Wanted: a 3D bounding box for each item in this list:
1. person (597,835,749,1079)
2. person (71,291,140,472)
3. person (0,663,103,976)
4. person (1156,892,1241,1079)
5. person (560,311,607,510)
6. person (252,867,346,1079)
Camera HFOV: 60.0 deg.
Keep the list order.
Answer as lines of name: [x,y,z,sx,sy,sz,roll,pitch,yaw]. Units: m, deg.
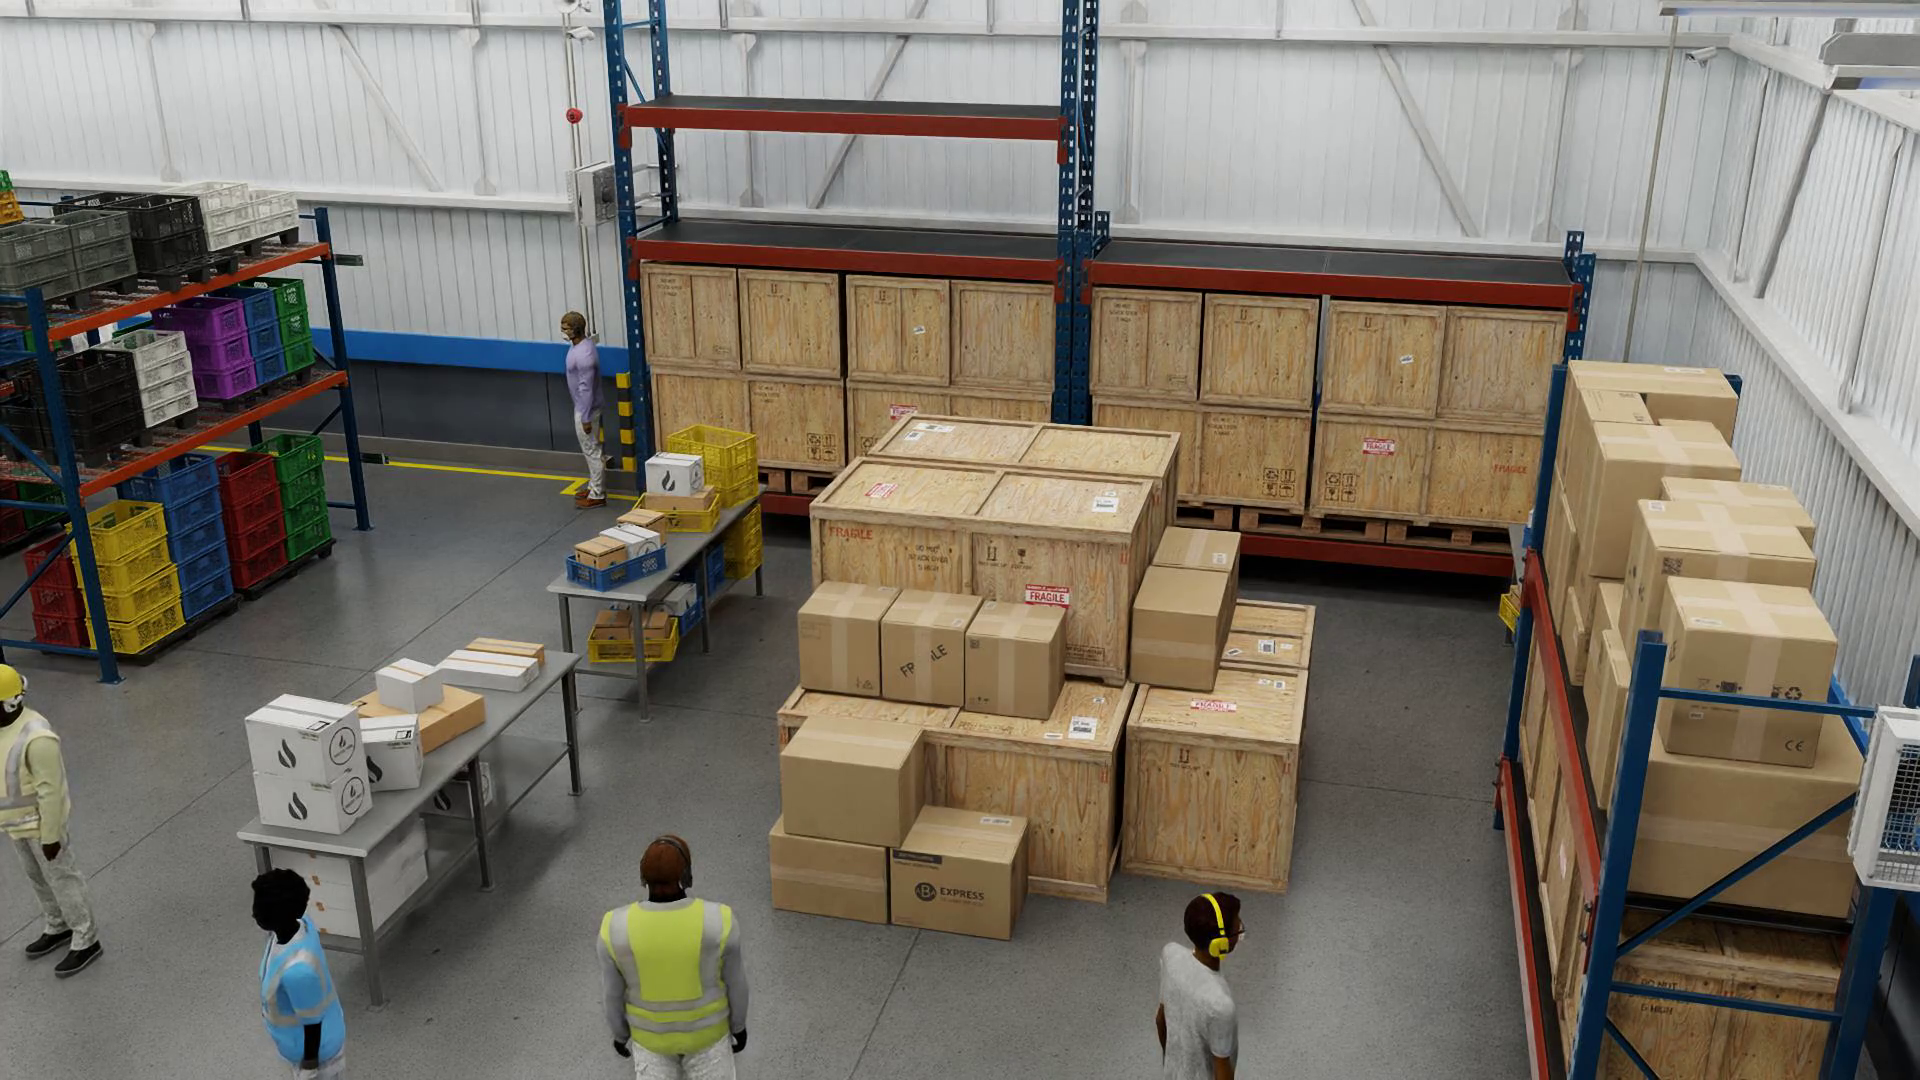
person: [-1.224,2.125,7.275,0.619,1.837,0.430,-1,21,-4]
person: [-8.752,-1.626,17.022,0.357,1.881,0.574,6,22,16]
person: [-5.018,1.486,8.960,0.594,1.825,0.403,14,25,33]
person: [0.994,2.266,6.854,0.328,1.873,0.519,-10,23,-23]
person: [-3.602,-1.257,15.994,0.374,1.933,0.625,-5,22,-14]
person: [-2.866,2.187,7.300,0.321,1.697,0.530,-9,23,-23]
